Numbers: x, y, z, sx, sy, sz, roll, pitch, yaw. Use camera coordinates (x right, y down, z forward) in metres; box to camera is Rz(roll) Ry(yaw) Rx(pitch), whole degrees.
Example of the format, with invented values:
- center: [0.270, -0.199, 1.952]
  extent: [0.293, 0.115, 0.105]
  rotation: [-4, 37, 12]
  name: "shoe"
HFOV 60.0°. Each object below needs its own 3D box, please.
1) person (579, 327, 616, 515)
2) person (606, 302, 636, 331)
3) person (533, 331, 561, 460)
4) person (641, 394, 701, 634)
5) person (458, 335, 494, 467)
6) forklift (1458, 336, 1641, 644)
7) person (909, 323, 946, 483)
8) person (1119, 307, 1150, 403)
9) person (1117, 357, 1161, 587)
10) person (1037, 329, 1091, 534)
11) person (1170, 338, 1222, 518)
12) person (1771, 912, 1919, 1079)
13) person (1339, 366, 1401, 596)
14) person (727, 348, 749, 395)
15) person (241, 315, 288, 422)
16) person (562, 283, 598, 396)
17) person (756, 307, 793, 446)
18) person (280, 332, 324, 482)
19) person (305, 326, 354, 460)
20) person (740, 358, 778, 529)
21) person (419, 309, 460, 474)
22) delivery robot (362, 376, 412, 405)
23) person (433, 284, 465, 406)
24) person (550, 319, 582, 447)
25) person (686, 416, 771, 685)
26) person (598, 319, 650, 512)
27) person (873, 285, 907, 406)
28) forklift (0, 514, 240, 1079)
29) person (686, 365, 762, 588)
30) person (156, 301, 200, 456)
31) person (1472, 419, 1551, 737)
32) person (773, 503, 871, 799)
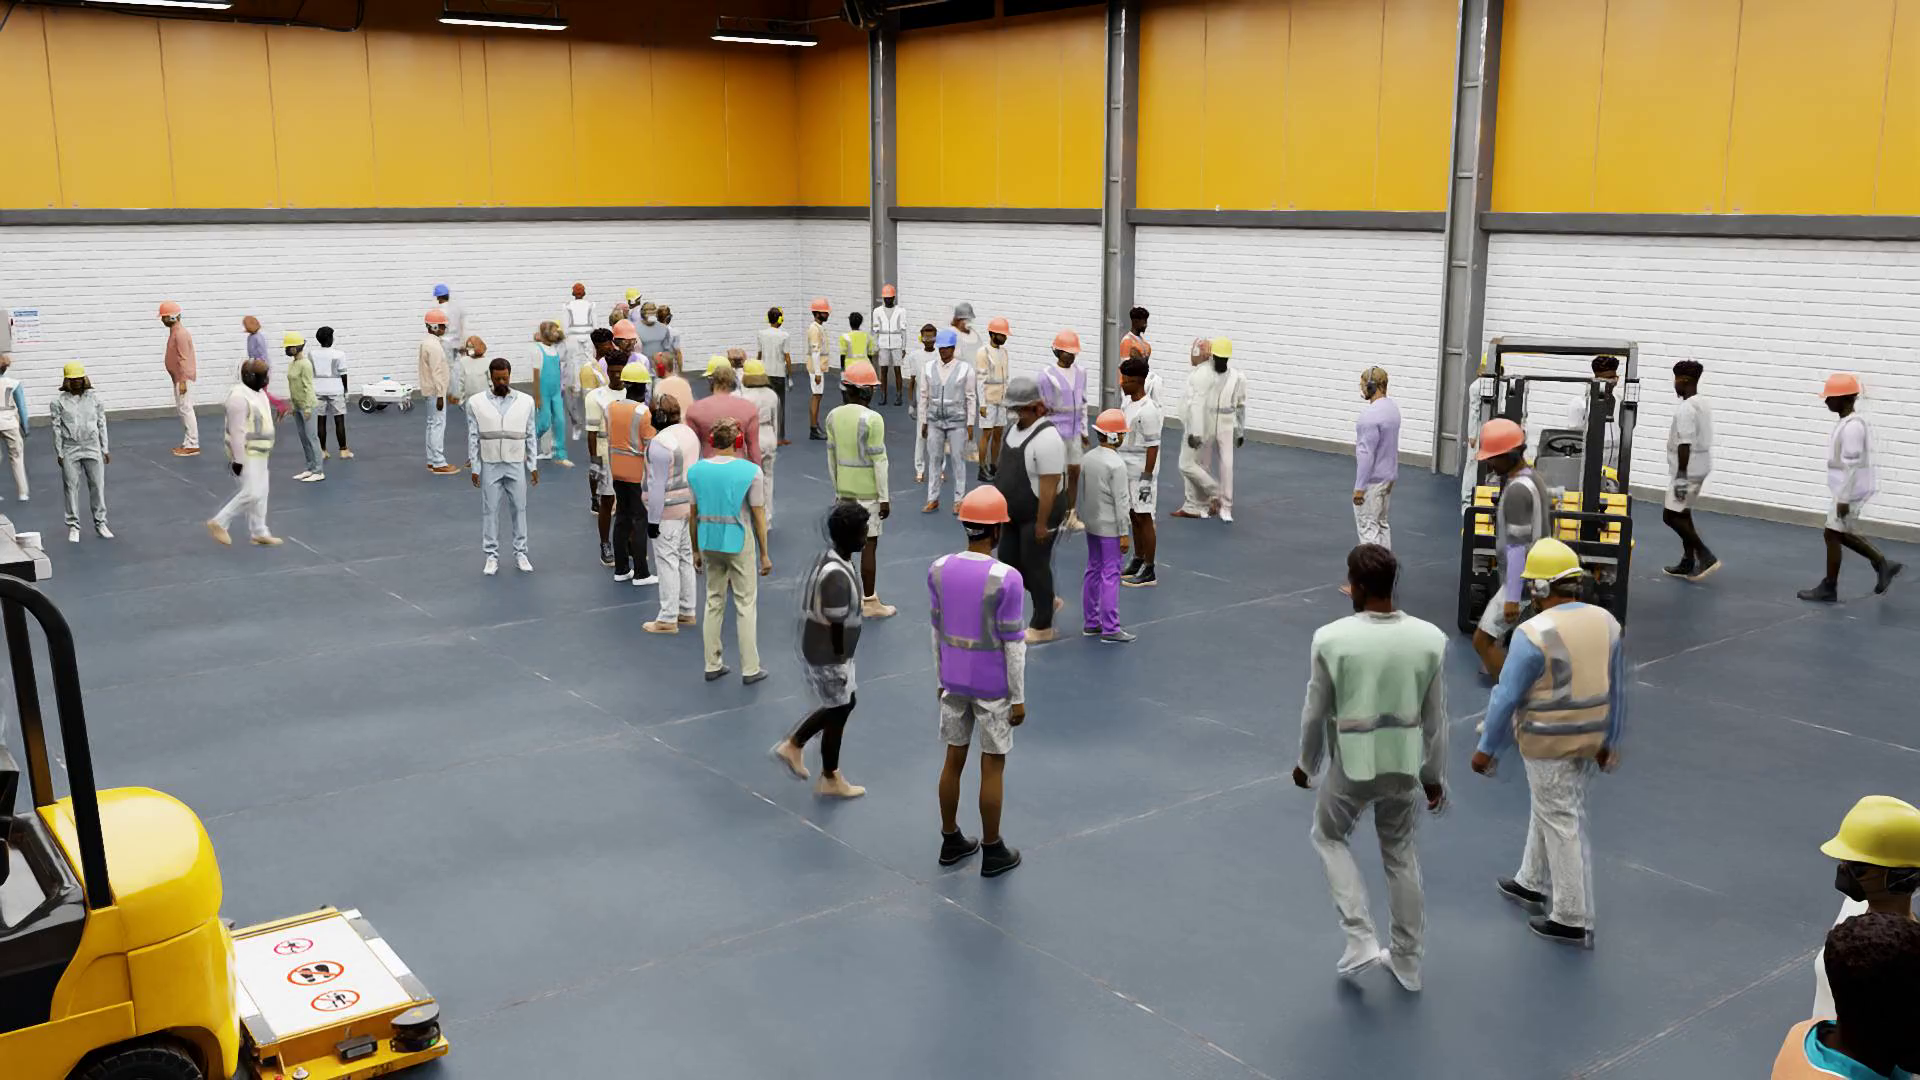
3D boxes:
- center: [-3.721, -1.244, 17.419]
  extent: [0.361, 1.964, 0.613]
  rotation: [4, 12, 17]
  name: "person"
- center: [-4.527, -2.245, 22.403]
  extent: [0.403, 1.906, 0.651]
  rotation: [11, 16, 44]
  name: "person"
- center: [-5.224, -1.833, 21.084]
  extent: [0.320, 1.631, 0.523]
  rotation: [5, 13, 21]
  name: "person"
- center: [-2.217, -0.205, 12.753]
  extent: [0.429, 1.831, 0.631]
  rotation: [3, 12, 16]
  name: "person"
- center: [-5.919, -1.699, 20.430]
  extent: [0.499, 1.633, 0.278]
  rotation: [2, 12, 10]
  name: "person"
- center: [4.683, -0.471, 13.136]
  extent: [1.214, 2.155, 2.313]
  rotation: [4, 12, 20]
  name: "forklift"
- center: [-0.346, -1.589, 19.351]
  extent: [0.506, 1.864, 0.332]
  rotation: [0, 12, 1]
  name: "person"
- center: [2.190, -1.950, 20.883]
  extent: [0.388, 1.951, 0.611]
  rotation: [5, 13, 21]
  name: "person"
- center: [1.520, -0.584, 14.238]
  extent: [0.363, 1.962, 0.612]
  rotation: [-2, 12, -9]
  name: "person"
- center: [1.042, -1.064, 16.408]
  extent: [0.619, 2.029, 0.410]
  rotation: [-9, 15, -38]
  name: "person"
- center: [2.488, -1.134, 17.147]
  extent: [0.583, 1.871, 0.694]
  rotation: [3, 12, 13]
  name: "person"
- center: [1.798, 1.672, 3.457]
  extent: [0.391, 1.920, 0.593]
  rotation: [4, 12, 17]
  name: "person"
- center: [3.442, -0.482, 13.851]
  extent: [0.387, 1.928, 0.638]
  rotation: [7, 14, 32]
  name: "person"
- center: [-2.468, -1.334, 18.657]
  extent: [0.310, 1.636, 0.522]
  rotation: [-5, 13, -24]
  name: "person"
- center: [-10.127, -2.455, 24.121]
  extent: [0.544, 1.613, 0.450]
  rotation: [11, 16, 42]
  name: "person"
- center: [-6.315, -3.334, 27.720]
  extent: [0.576, 1.882, 0.362]
  rotation: [-3, 12, -14]
  name: "person"
- center: [-2.476, -2.179, 22.214]
  extent: [0.523, 1.858, 0.337]
  rotation: [4, 12, 20]
  name: "person"
- center: [-7.700, -1.554, 19.435]
  extent: [0.348, 1.756, 0.518]
  rotation: [-11, 16, -43]
  name: "person"
- center: [-7.977, -1.851, 21.012]
  extent: [0.536, 1.694, 0.322]
  rotation: [0, 12, 2]
  name: "person"
- center: [-1.994, -0.934, 16.523]
  extent: [0.369, 1.738, 0.506]
  rotation: [11, 16, 43]
  name: "person"
- center: [-6.275, -1.780, 19.980]
  extent: [0.400, 1.986, 0.602]
  rotation: [-6, 13, -27]
  name: "person"
- center: [-8.848, -2.294, 25.694]
  extent: [0.707, 0.478, 0.477]
  rotation: [1, 12, 5]
  name: "delivery robot"
- center: [-8.266, -3.107, 26.509]
  extent: [0.748, 1.923, 0.625]
  rotation: [5, 13, 24]
  name: "person"
- center: [-5.374, -2.142, 22.425]
  extent: [0.500, 1.702, 0.897]
  rotation: [2, 12, 9]
  name: "person"
- center: [-1.588, 0.080, 11.359]
  extent: [0.575, 1.833, 0.392]
  rotation: [4, 12, 20]
  name: "person"
- center: [-3.484, -1.291, 17.464]
  extent: [0.376, 2.044, 0.607]
  rotation: [11, 16, 43]
  name: "person"
- center: [-1.114, -3.092, 26.458]
  extent: [0.539, 1.929, 0.387]
  rotation: [1, 12, 4]
  name: "person"
- center: [-3.687, 1.115, 5.480]
  extent: [2.313, 2.155, 1.214]
  rotation: [-9, 15, -36]
  name: "forklift"
- center: [-2.049, -0.561, 14.362]
  extent: [0.639, 1.882, 0.981]
  rotation: [-4, 12, -18]
  name: "person"
- center: [-10.054, -2.077, 21.422]
  extent: [0.407, 1.981, 0.626]
  rotation: [-7, 14, -32]
  name: "person"
- center: [3.400, 0.260, 10.109]
  extent: [0.623, 1.983, 0.726]
  rotation: [6, 13, 27]
  name: "person"
- center: [-0.730, 0.618, 9.156]
  extent: [0.489, 1.674, 0.541]
  rotation: [0, 12, -1]
  name: "person"
